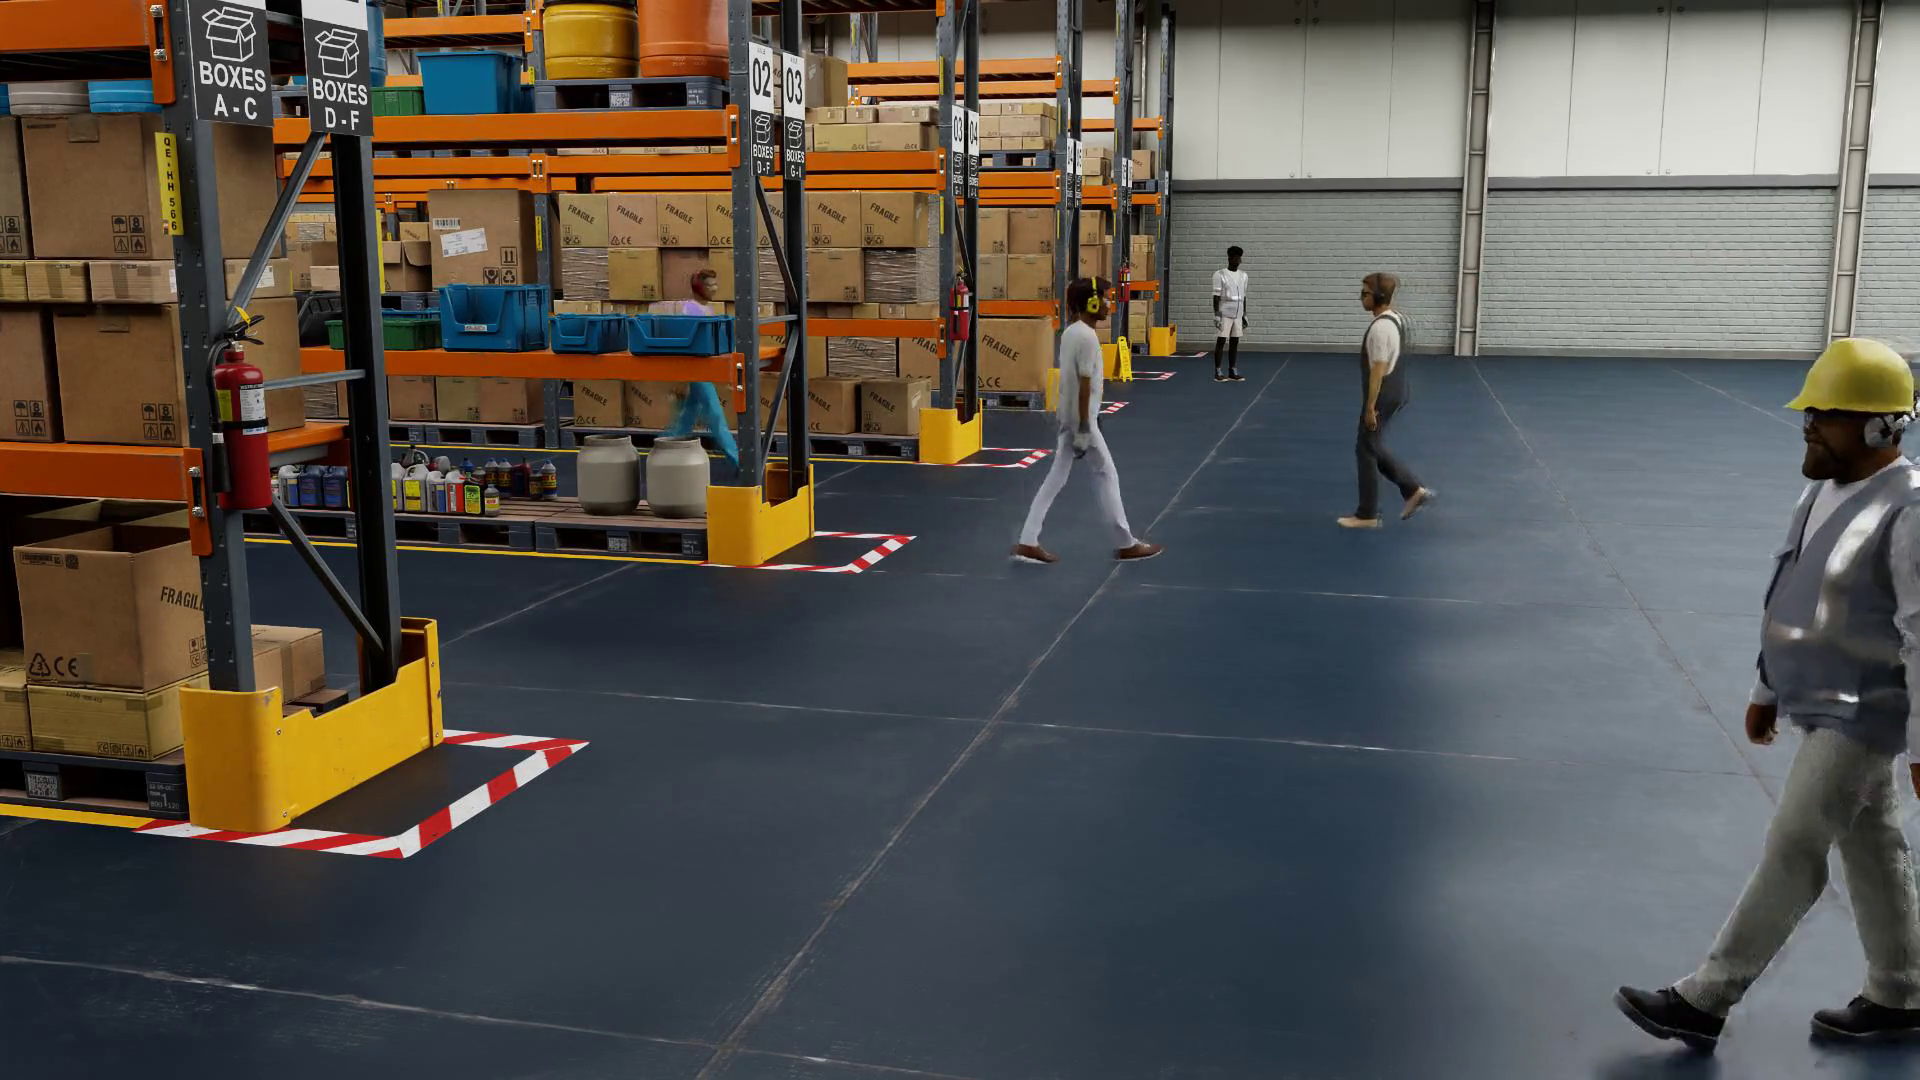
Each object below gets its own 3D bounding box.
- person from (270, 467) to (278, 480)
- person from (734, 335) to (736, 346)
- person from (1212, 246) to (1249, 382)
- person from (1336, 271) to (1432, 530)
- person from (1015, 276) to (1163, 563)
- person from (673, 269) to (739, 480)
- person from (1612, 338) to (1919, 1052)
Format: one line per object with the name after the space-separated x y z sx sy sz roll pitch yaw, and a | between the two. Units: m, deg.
-5.713 -1.226 13.479 0.318 1.699 0.535 -2 10 -10 | person
-2.711 -2.494 19.919 0.802 1.916 0.634 2 10 12 | person
3.914 -3.263 24.038 0.604 1.960 0.369 -6 12 -29 | person
2.985 -0.964 11.670 0.539 1.826 0.530 5 11 25 | person
0.782 -0.745 10.490 0.971 1.823 0.539 -3 11 -17 | person
-2.129 -1.402 14.188 0.962 1.796 0.571 1 10 6 | person
2.080 0.405 4.149 0.883 1.795 0.624 1 10 7 | person
